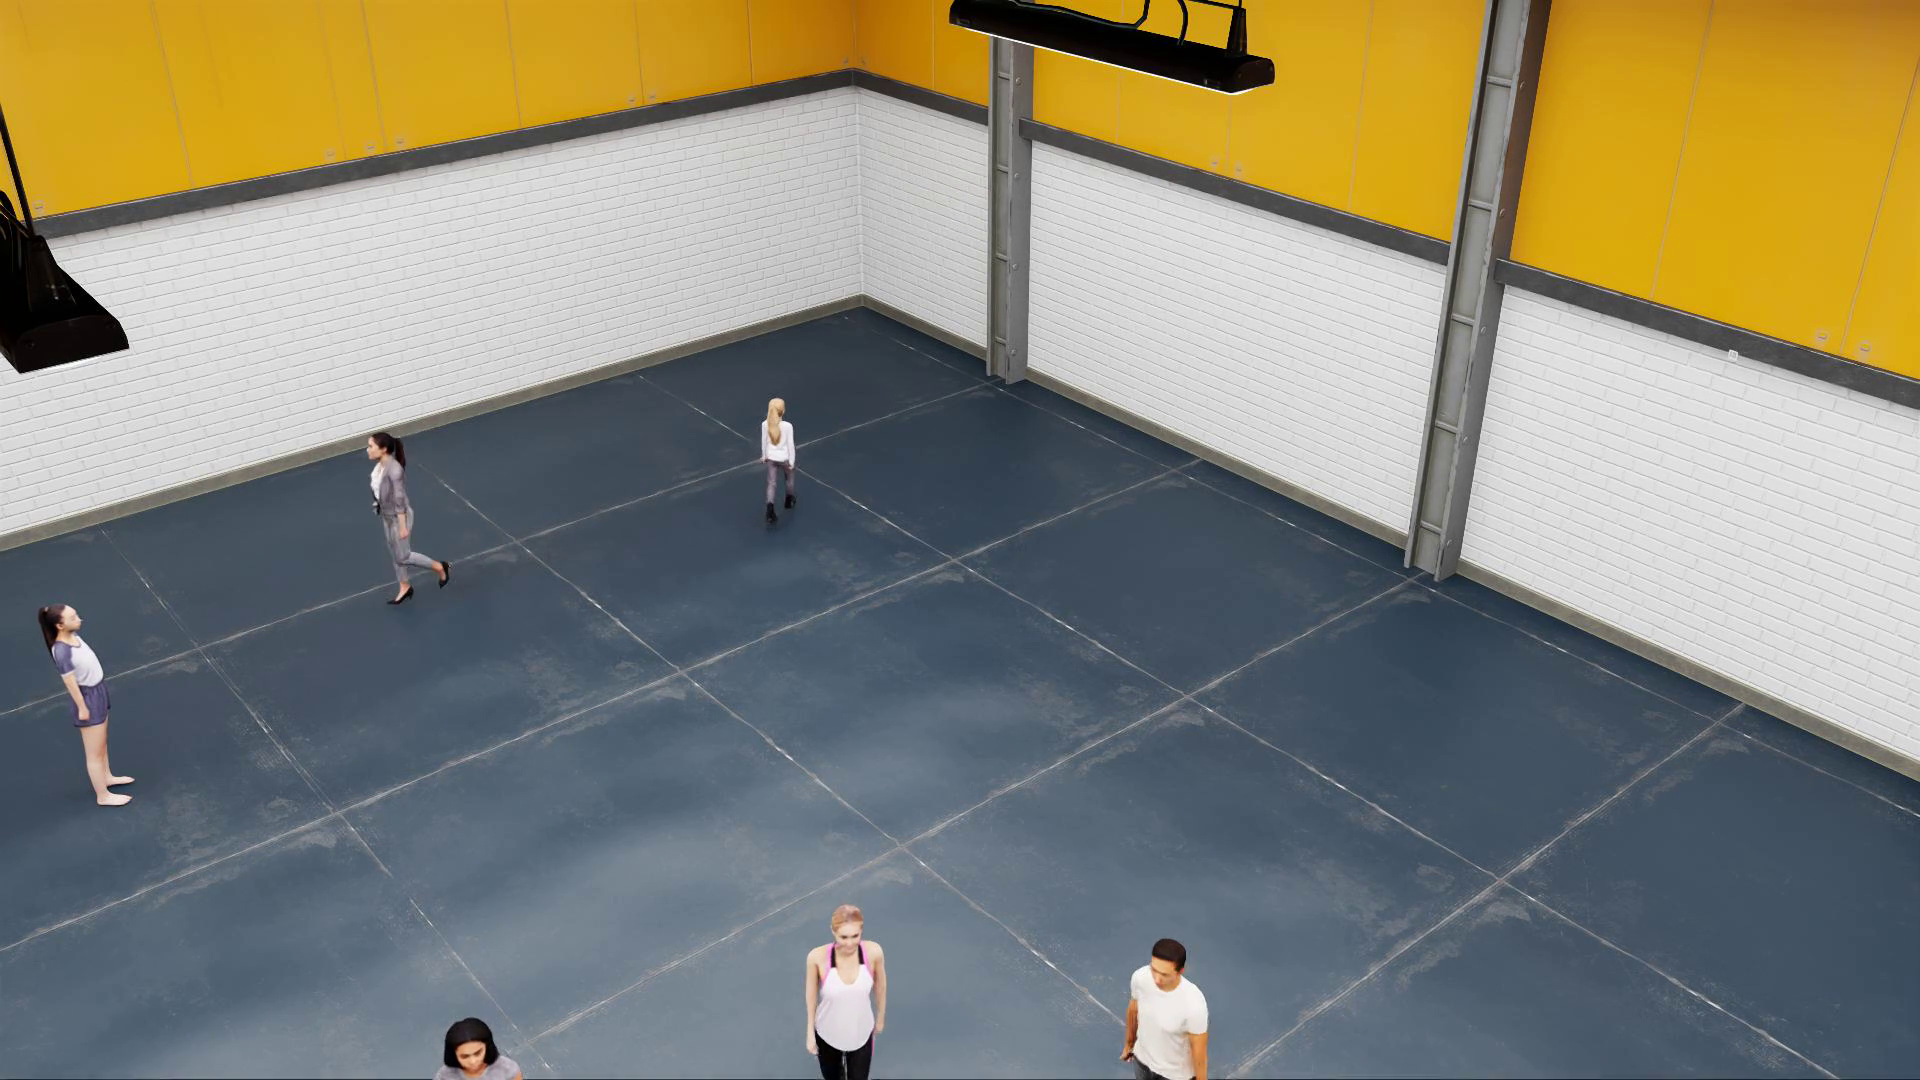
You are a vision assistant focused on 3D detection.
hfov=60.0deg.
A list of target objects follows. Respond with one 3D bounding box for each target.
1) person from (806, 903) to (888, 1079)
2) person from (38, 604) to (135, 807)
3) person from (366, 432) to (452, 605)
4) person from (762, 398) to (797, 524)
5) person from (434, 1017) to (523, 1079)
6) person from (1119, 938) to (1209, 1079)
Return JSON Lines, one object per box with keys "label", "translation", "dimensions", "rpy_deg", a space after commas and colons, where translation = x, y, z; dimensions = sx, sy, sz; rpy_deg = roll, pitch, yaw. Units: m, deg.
{"label": "person", "translation": [-0.657, 2.689, 9.292], "dimensions": [0.985, 1.763, 1.142], "rpy_deg": [-3, 29, -6]}
{"label": "person", "translation": [-6.399, 1.187, 12.164], "dimensions": [0.723, 1.650, 0.585], "rpy_deg": [-9, 30, -16]}
{"label": "person", "translation": [-4.887, -0.197, 14.686], "dimensions": [0.727, 1.666, 0.783], "rpy_deg": [-17, 33, -28]}
{"label": "person", "translation": [-1.784, -0.760, 16.137], "dimensions": [0.876, 1.264, 0.890], "rpy_deg": [5, 29, 9]}
{"label": "person", "translation": [-2.422, 3.096, 8.565], "dimensions": [0.903, 1.746, 1.199], "rpy_deg": [-8, 30, -15]}
{"label": "person", "translation": [1.182, 2.809, 9.053], "dimensions": [0.758, 1.783, 0.608], "rpy_deg": [-25, 37, -38]}
